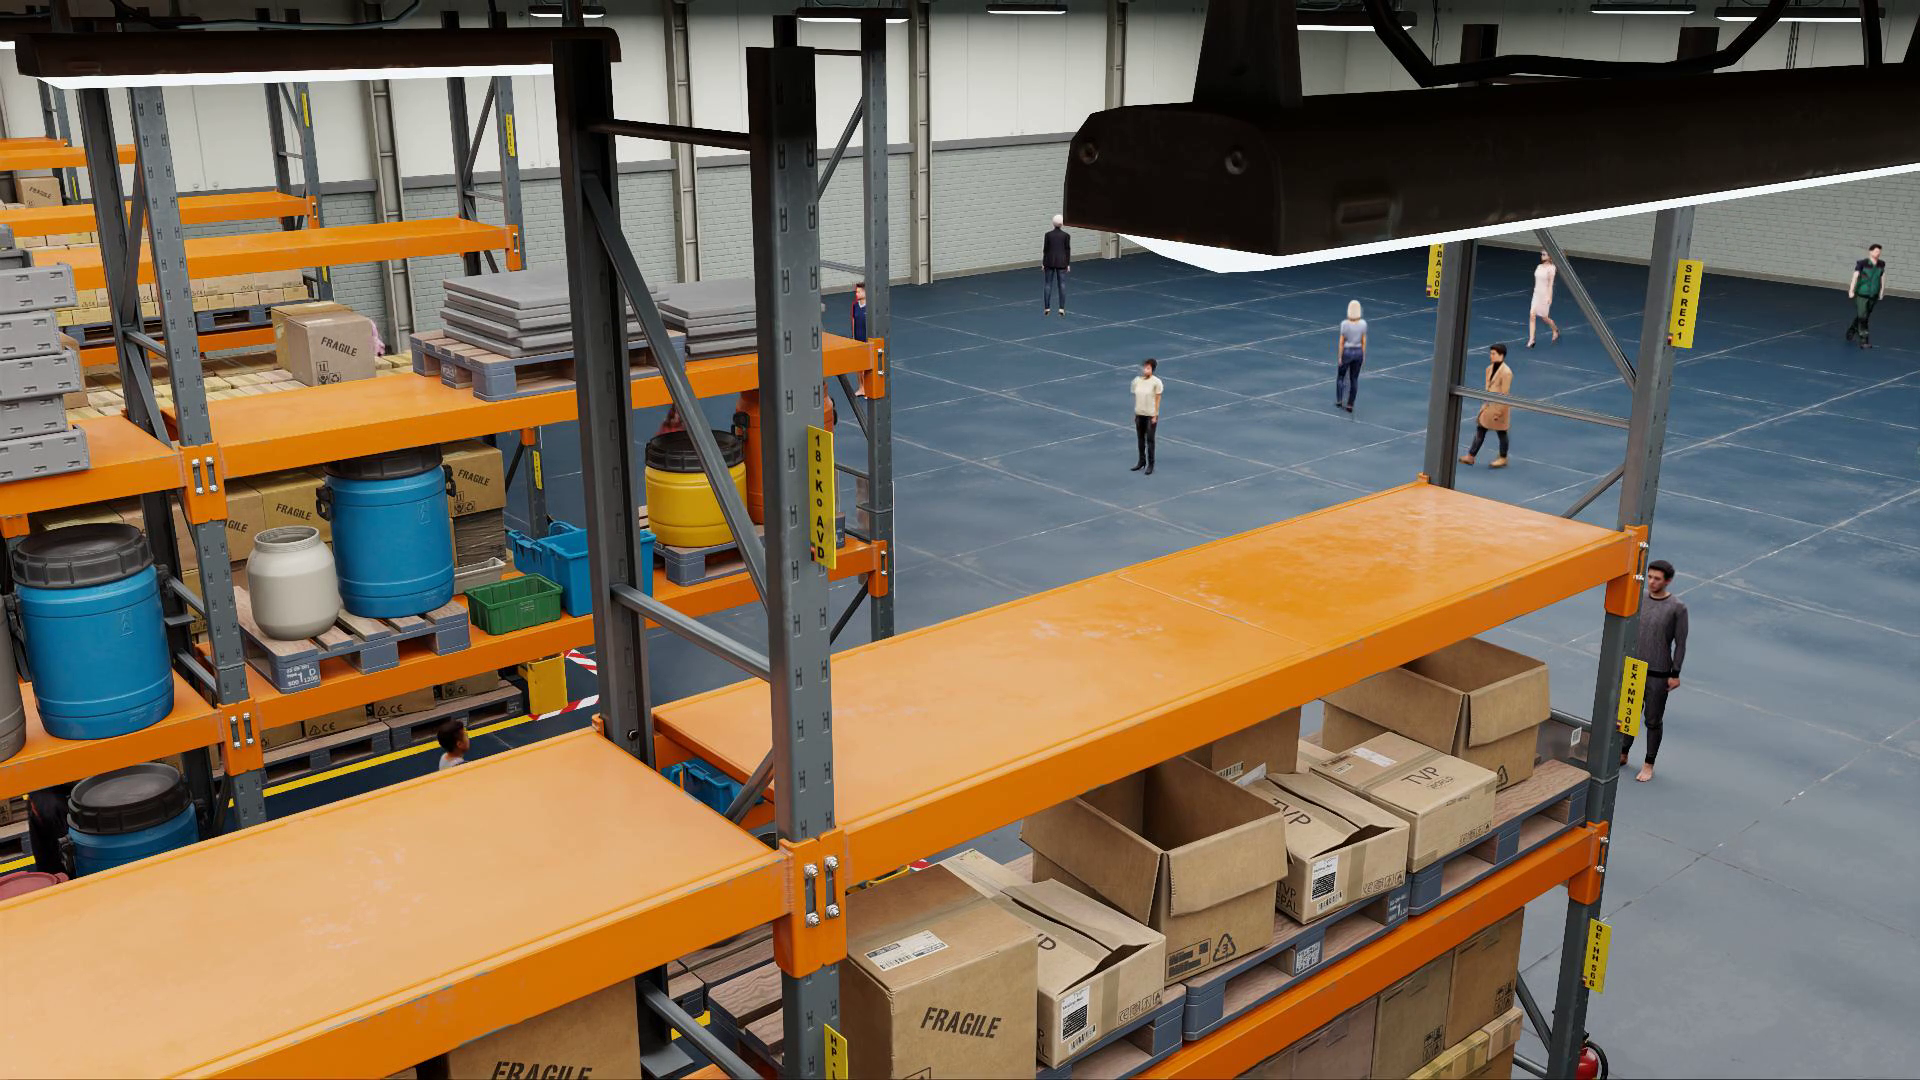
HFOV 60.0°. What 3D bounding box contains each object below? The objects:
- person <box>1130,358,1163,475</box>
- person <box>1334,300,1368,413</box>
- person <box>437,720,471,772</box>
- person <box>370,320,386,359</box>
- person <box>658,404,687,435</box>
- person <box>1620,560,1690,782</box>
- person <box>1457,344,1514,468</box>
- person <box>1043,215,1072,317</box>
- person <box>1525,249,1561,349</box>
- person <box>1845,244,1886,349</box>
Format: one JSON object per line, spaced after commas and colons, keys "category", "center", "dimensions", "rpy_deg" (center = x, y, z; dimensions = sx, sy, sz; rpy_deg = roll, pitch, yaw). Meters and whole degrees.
{"category": "person", "center": [2.494, -1.680, 22.291], "dimensions": [0.657, 1.574, 0.668], "rpy_deg": [15, 23, 38]}
{"category": "person", "center": [6.031, -2.805, 25.527], "dimensions": [0.786, 1.710, 0.844], "rpy_deg": [1, 18, 3]}
{"category": "person", "center": [-3.486, 1.903, 11.503], "dimensions": [0.605, 1.441, 0.951], "rpy_deg": [17, 24, 42]}
{"category": "person", "center": [-8.570, -2.444, 24.570], "dimensions": [1.129, 1.615, 0.772], "rpy_deg": [-10, 20, -27]}
{"category": "person", "center": [-3.370, -0.842, 19.556], "dimensions": [0.688, 1.675, 0.749], "rpy_deg": [-17, 25, -42]}
{"category": "person", "center": [5.605, 1.032, 13.527], "dimensions": [0.523, 1.844, 0.692], "rpy_deg": [-14, 23, -36]}
{"category": "person", "center": [7.313, -1.798, 22.458], "dimensions": [1.125, 1.695, 0.882], "rpy_deg": [-7, 19, -20]}
{"category": "person", "center": [1.639, -4.795, 28.968], "dimensions": [0.829, 1.778, 0.784], "rpy_deg": [3, 18, 8]}
{"category": "person", "center": [10.650, -4.385, 30.221], "dimensions": [1.077, 1.808, 0.735], "rpy_deg": [-9, 20, -25]}
{"category": "person", "center": [16.516, -4.461, 30.384], "dimensions": [1.262, 1.851, 1.231], "rpy_deg": [-1, 18, -2]}
